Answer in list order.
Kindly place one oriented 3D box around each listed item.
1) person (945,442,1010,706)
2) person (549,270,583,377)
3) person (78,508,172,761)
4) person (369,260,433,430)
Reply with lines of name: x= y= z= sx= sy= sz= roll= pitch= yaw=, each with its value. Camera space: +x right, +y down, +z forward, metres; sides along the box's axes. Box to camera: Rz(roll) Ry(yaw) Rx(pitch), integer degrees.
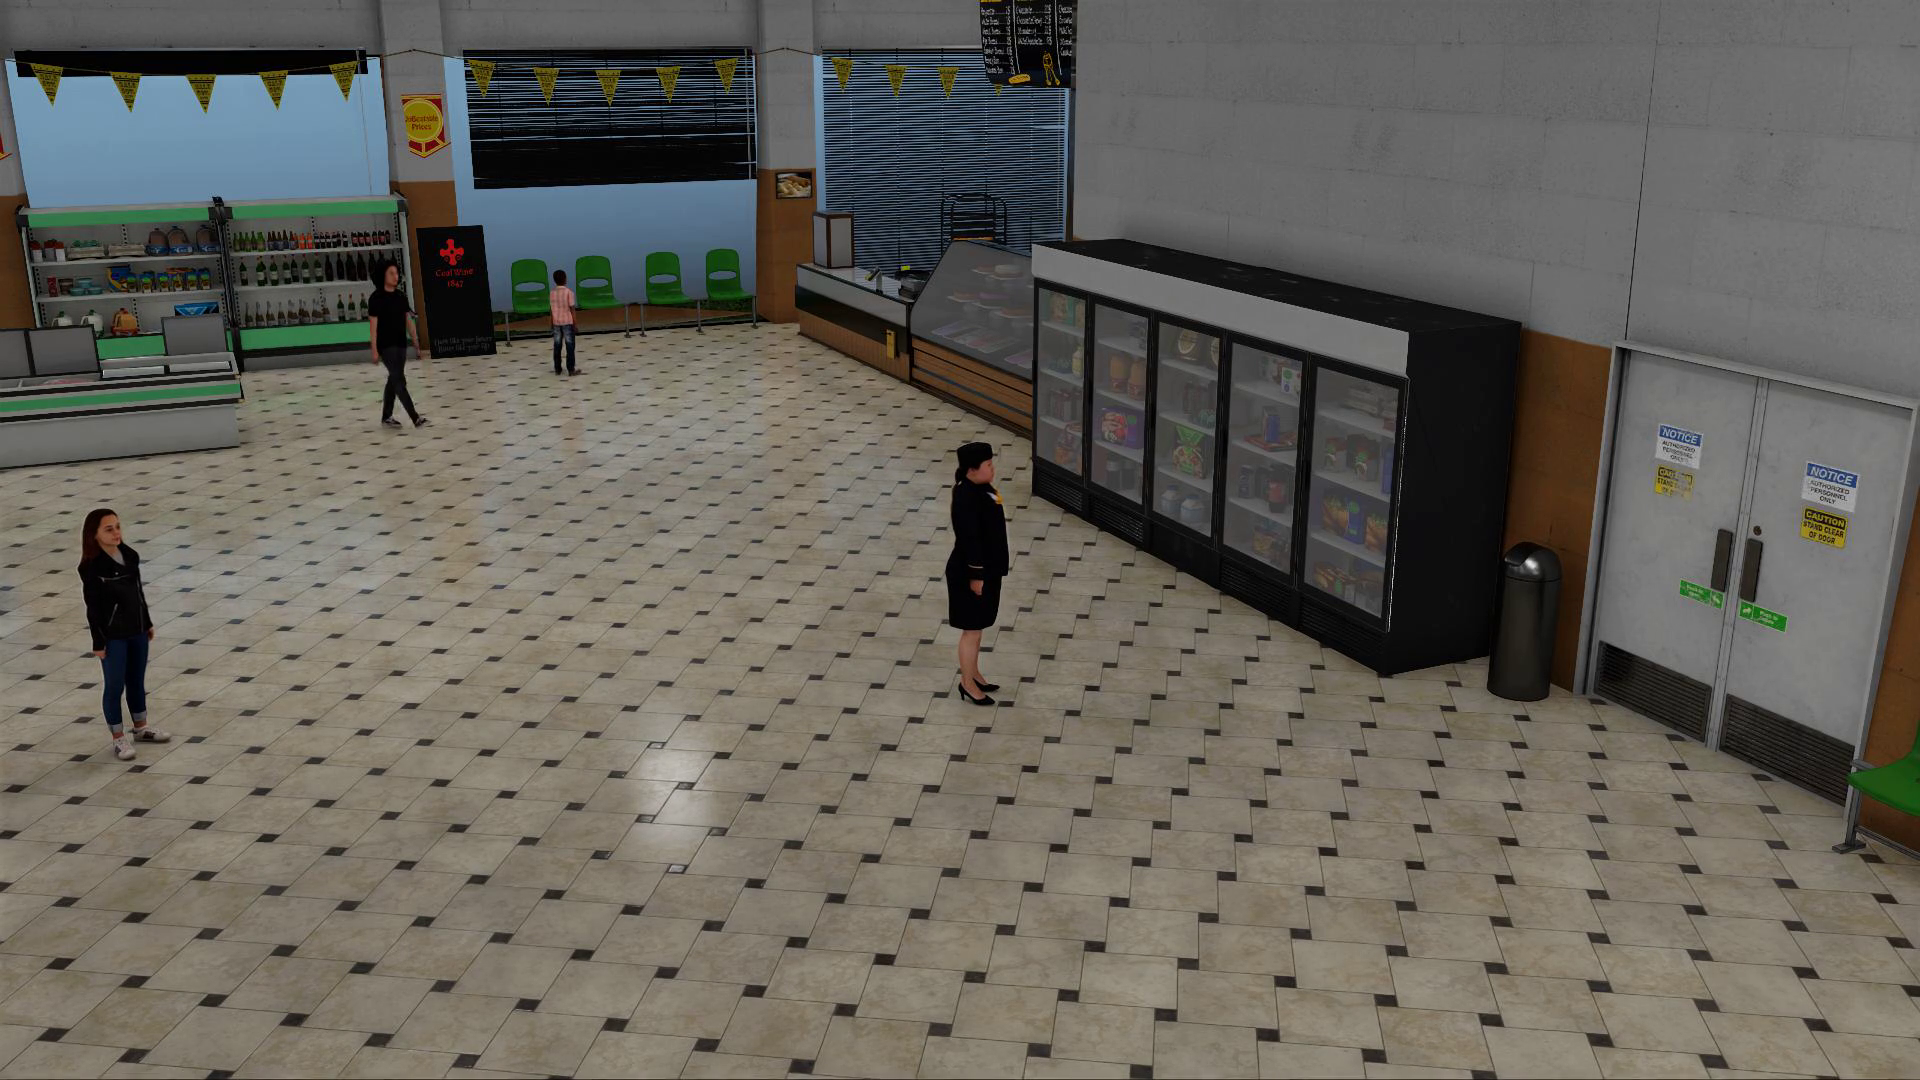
person: x=0.095 y=0.205 z=10.466 sx=0.824 sy=1.671 sz=0.802 roll=3 pitch=17 yaw=9
person: x=-4.942 y=-2.704 z=20.680 sx=0.565 sy=1.303 sz=0.637 roll=4 pitch=17 yaw=14
person: x=-4.921 y=0.537 z=9.747 sx=0.693 sy=1.454 sz=0.637 roll=6 pitch=18 yaw=18
person: x=-6.109 y=-2.074 z=17.735 sx=1.103 sy=1.809 sz=1.095 roll=8 pitch=19 yaw=26
